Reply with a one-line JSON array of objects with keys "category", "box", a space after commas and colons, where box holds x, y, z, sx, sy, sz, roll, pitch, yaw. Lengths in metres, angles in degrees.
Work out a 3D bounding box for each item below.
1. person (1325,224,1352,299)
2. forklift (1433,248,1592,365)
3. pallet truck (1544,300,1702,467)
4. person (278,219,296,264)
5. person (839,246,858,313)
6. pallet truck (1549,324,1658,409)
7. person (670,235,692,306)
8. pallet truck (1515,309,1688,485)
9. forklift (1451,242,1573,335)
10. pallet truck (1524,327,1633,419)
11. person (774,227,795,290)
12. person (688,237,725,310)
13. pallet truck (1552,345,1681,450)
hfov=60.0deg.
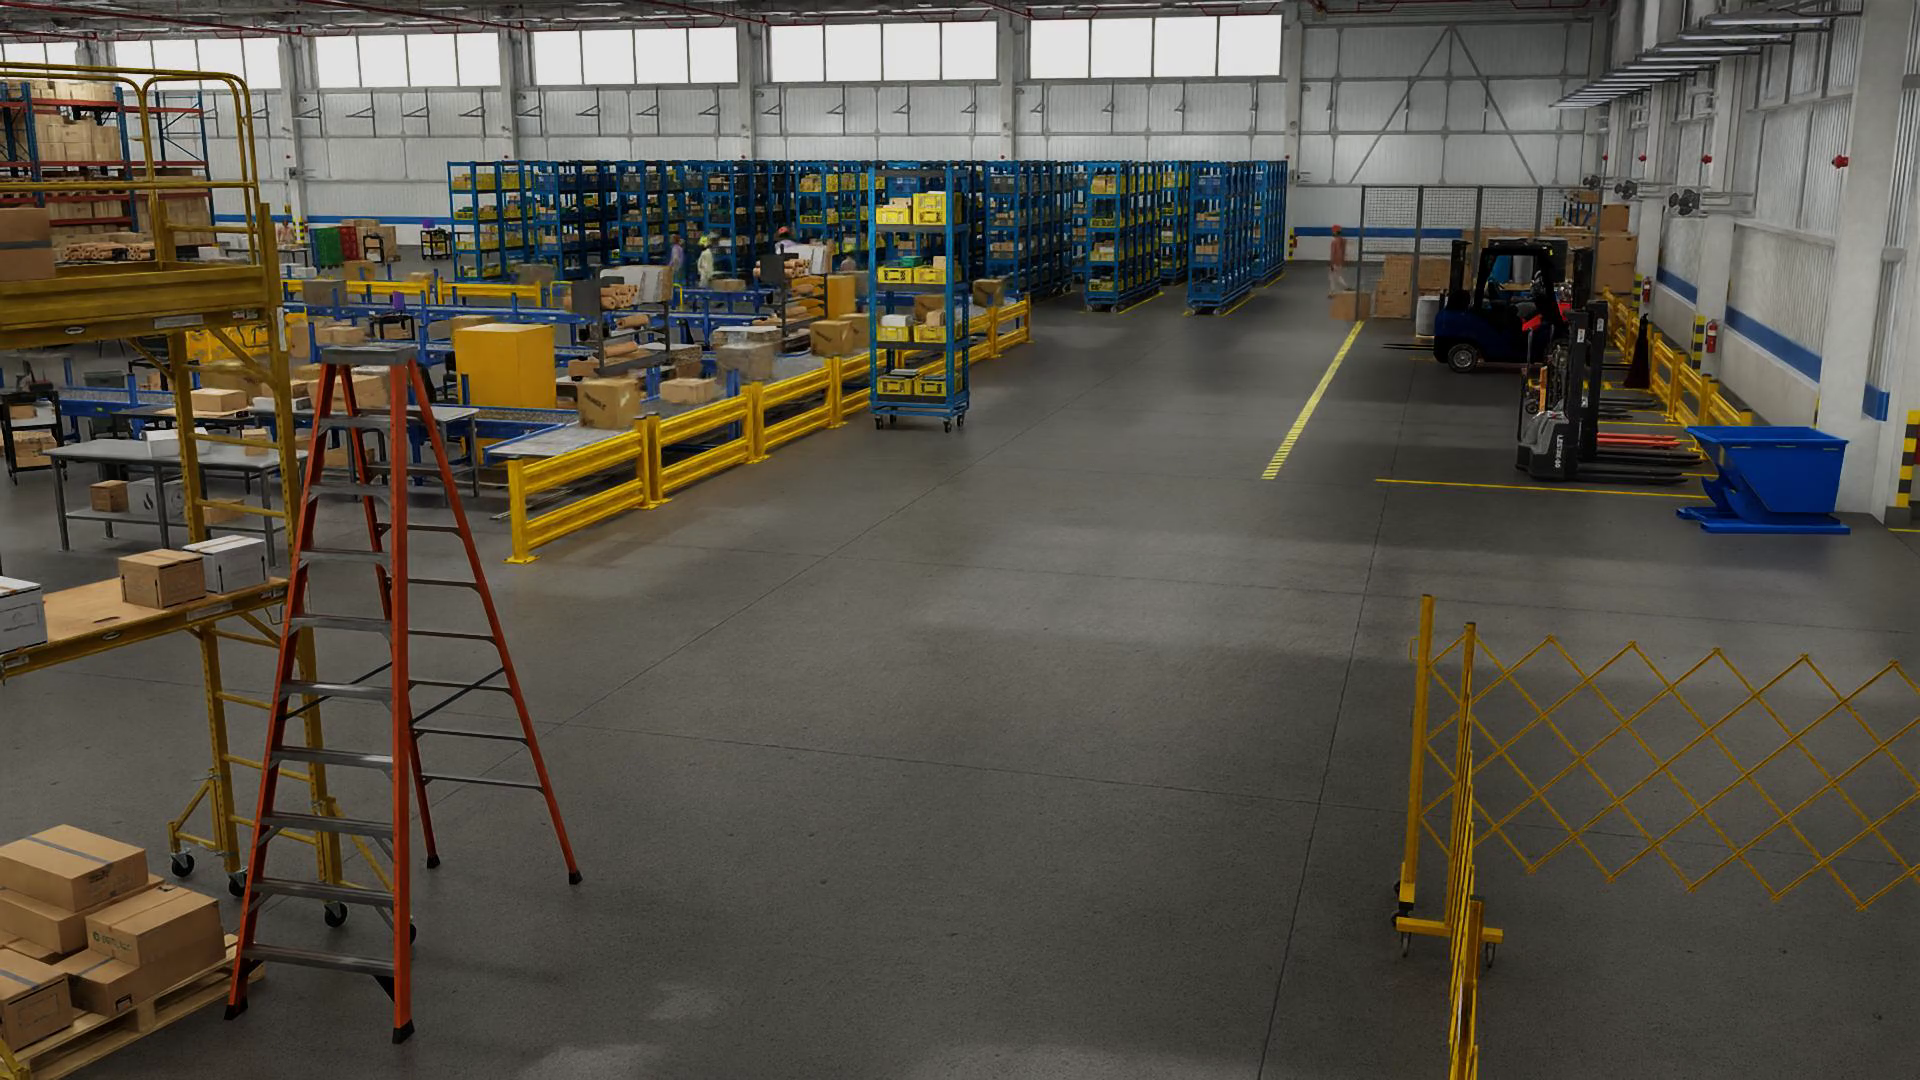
[{"category": "person", "box": [9.997, -7.332, 43.911, 0.629, 1.978, 0.618, -11, 17, -41]}, {"category": "forklift", "box": [9.780, -4.111, 29.280, 2.680, 1.987, 1.157, 3, 13, 14]}, {"category": "pallet truck", "box": [8.263, -1.952, 20.631, 1.885, 1.965, 0.823, 5, 14, 20]}, {"category": "person", "box": [-22.907, -10.105, 56.678, 0.545, 1.602, 0.782, -9, 16, -34]}, {"category": "person", "box": [-2.557, -5.920, 38.364, 0.898, 1.726, 0.523, 7, 15, 27]}, {"category": "pallet truck", "box": [9.824, -2.669, 25.407, 1.601, 1.201, 0.680, 4, 14, 16]}, {"category": "person", "box": [-7.114, -6.814, 42.064, 0.636, 1.796, 0.570, 3, 13, 12]}, {"category": "pallet truck", "box": [7.554, -1.677, 19.446, 1.885, 1.965, 0.823, 3, 13, 14]}, {"category": "forklift", "box": [10.464, -4.597, 31.405, 2.680, 1.987, 1.157, 4, 14, 16]}, {"category": "pallet truck", "box": [9.065, -2.460, 24.370, 1.522, 1.261, 0.704, 3, 13, 14]}, {"category": "person", "box": [-4.467, -6.889, 41.993, 1.037, 1.981, 0.619, 12, 18, 42]}, {"category": "person", "box": [-6.283, -6.614, 41.228, 0.922, 1.792, 0.585, -3, 13, -11]}, {"category": "pallet truck", "box": [8.641, -1.896, 21.908, 1.630, 1.274, 0.653, 4, 14, 16]}]
